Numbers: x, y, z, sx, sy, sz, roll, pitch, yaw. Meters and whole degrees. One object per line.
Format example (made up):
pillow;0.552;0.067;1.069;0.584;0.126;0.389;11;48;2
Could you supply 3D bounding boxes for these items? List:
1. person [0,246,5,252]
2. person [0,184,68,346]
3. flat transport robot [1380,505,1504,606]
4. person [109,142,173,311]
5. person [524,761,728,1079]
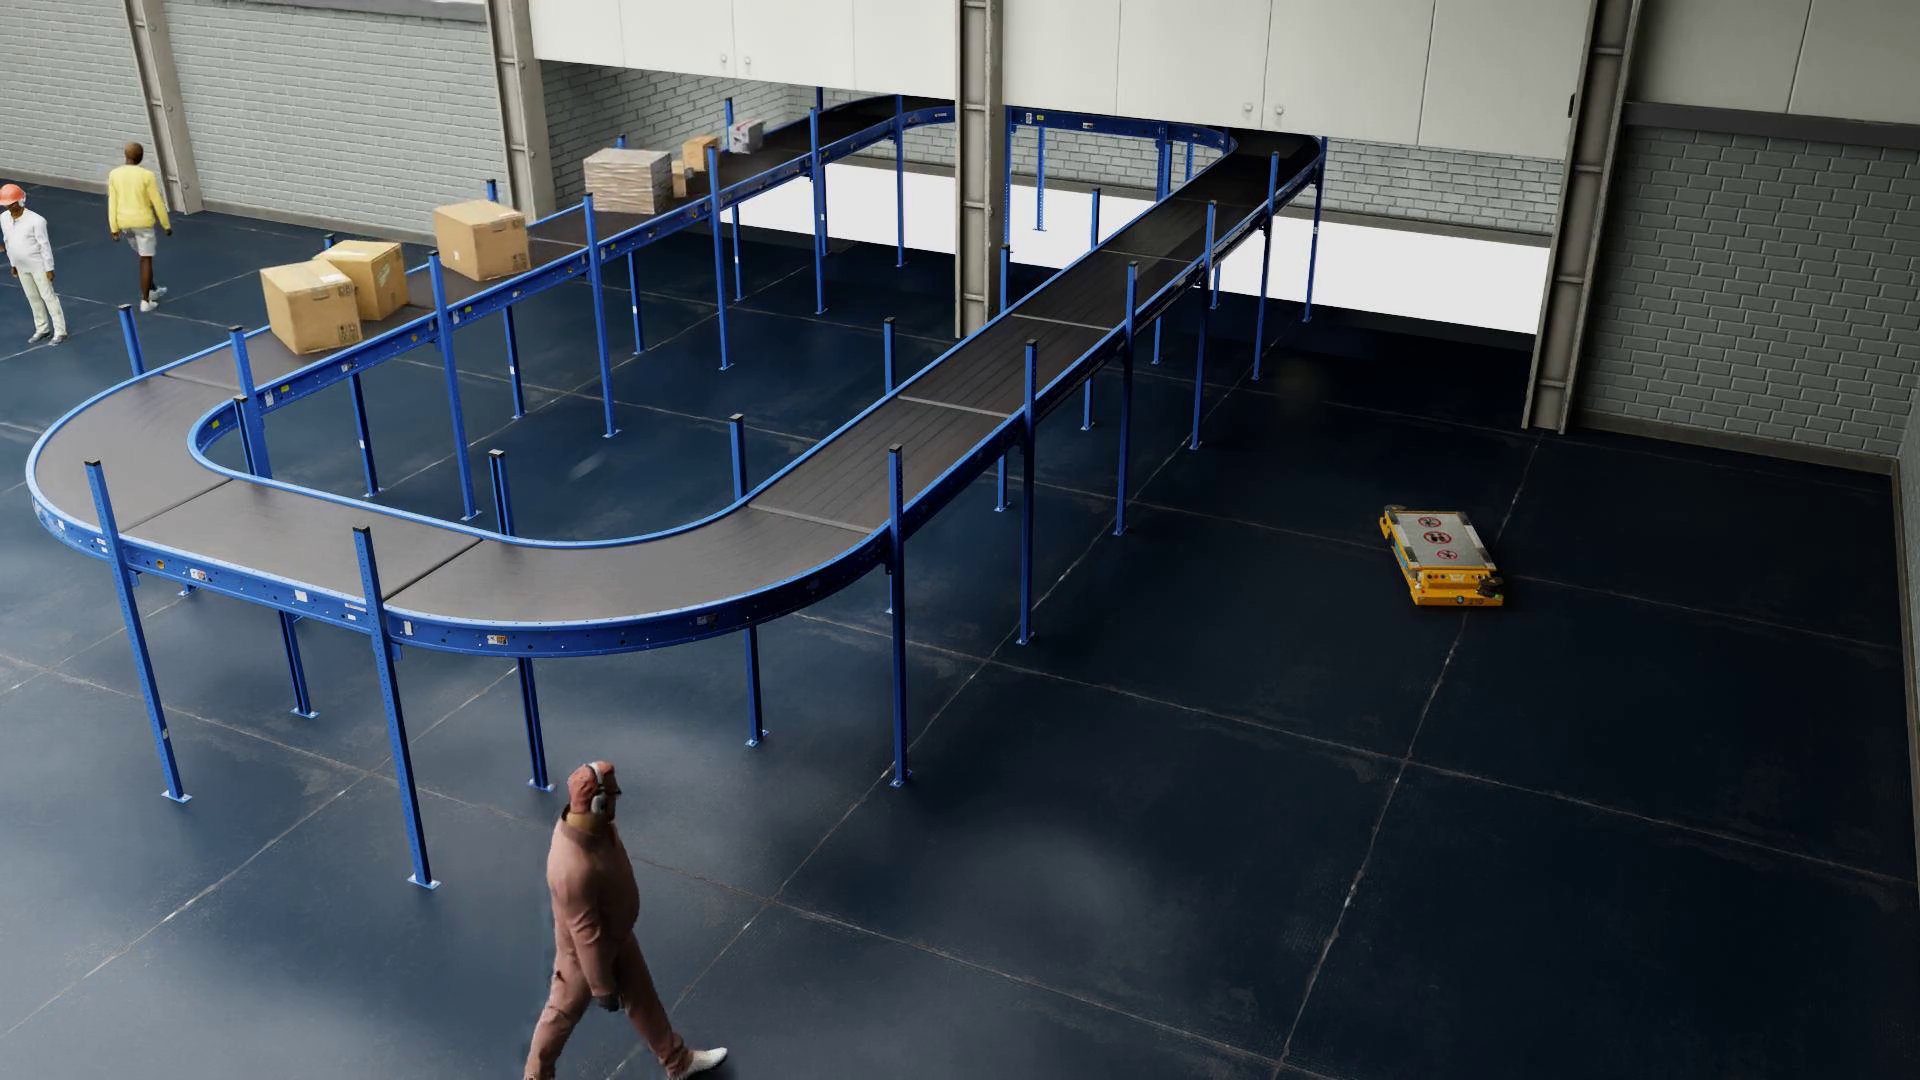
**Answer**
person;-12.341;-4.497;20.661;0.352;1.937;0.634;22;34;37
person;-9.921;-2.940;17.740;0.561;1.743;0.347;8;28;16
flat transport robot;3.817;0.115;13.244;0.659;0.231;1.431;1;26;1
person;-9.285;-3.566;18.877;0.569;1.853;0.850;2;26;4
person;-1.693;1.897;7.884;1.007;1.839;0.685;0;26;1
